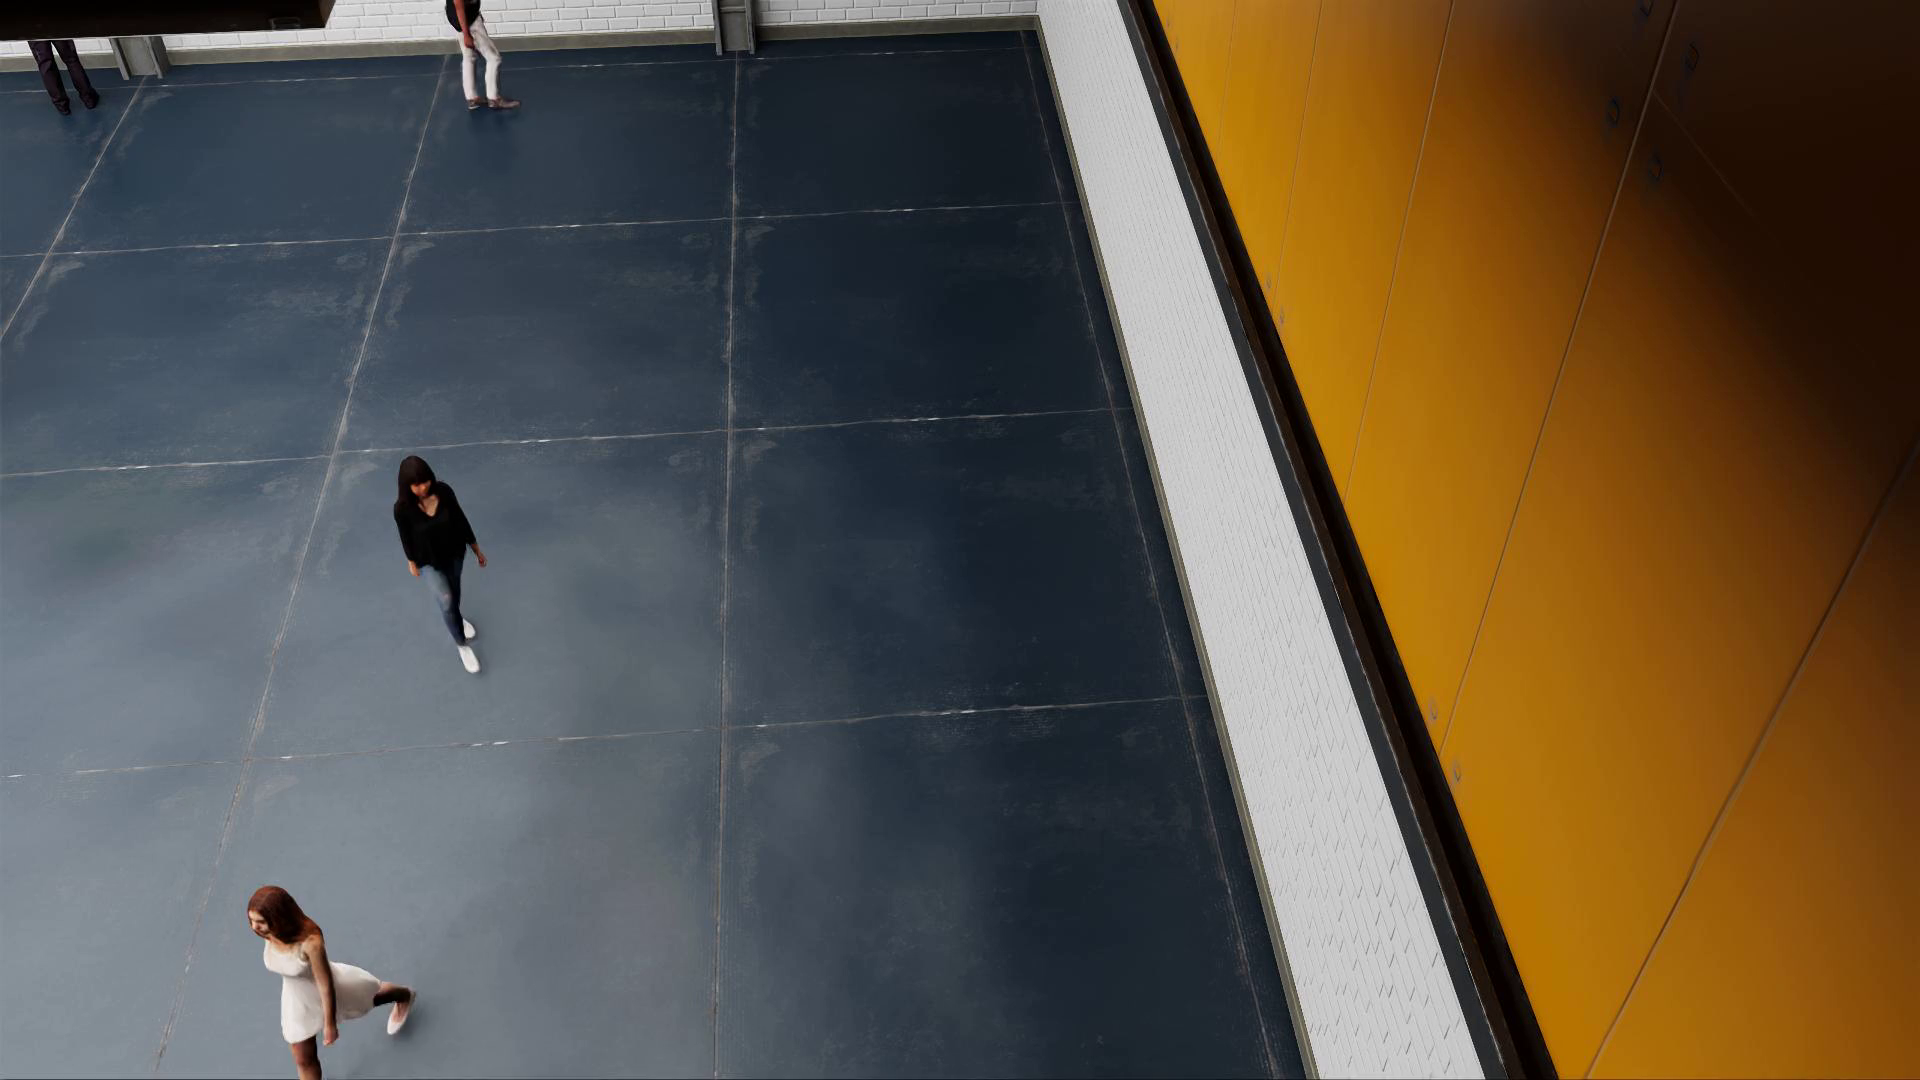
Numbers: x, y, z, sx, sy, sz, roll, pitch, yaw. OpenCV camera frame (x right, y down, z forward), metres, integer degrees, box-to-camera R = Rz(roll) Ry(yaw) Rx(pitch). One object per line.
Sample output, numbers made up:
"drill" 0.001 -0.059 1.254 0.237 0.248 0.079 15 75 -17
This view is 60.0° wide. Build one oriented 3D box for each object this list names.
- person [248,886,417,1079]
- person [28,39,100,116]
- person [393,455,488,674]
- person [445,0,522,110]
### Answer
"person" -3.170 2.220 8.449 1.201 1.661 0.939 13 45 14
"person" -8.747 -4.959 15.848 0.646 1.849 0.793 -19 47 -19
"person" -3.404 0.042 10.760 0.901 1.627 0.865 34 53 31
"person" -4.785 -4.919 15.848 0.806 1.792 0.749 -10 45 -11
